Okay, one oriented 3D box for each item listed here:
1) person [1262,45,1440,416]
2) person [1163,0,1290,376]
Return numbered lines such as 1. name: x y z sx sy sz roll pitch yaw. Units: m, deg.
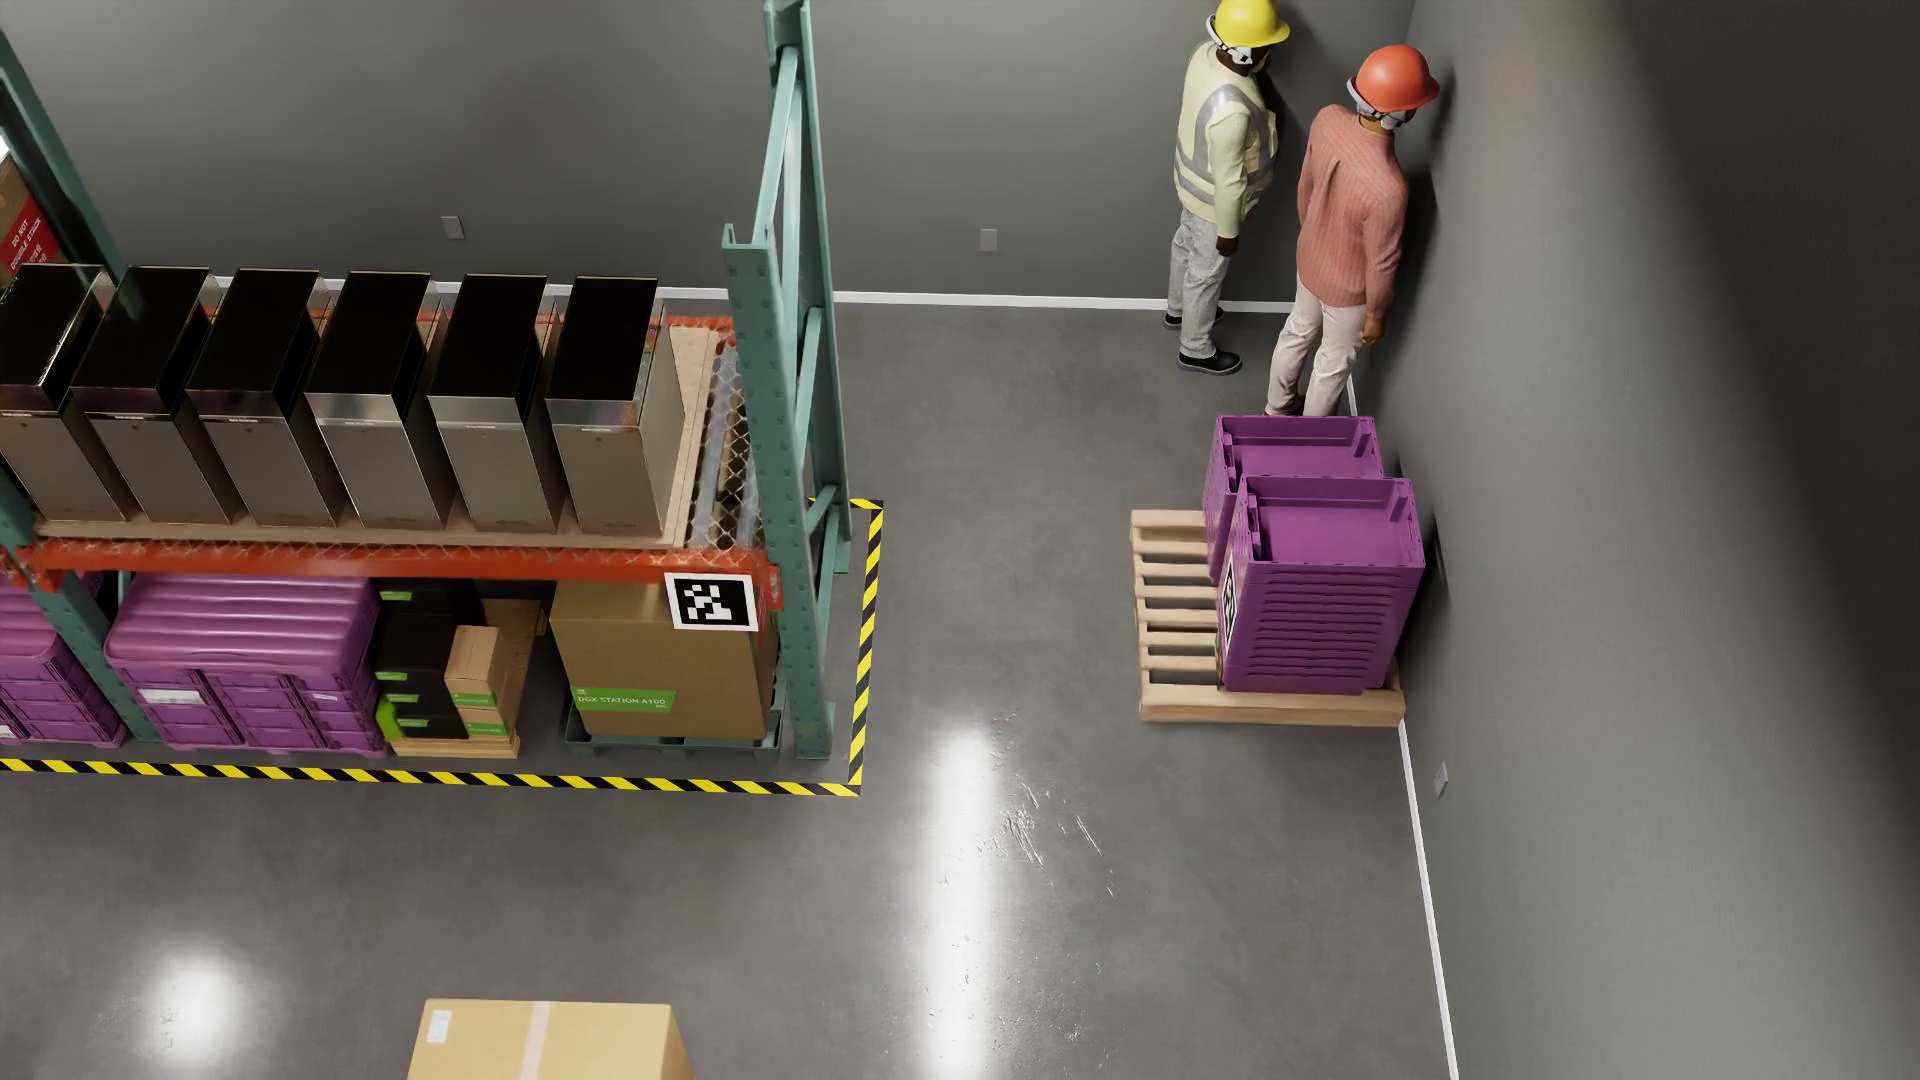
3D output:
1. person: 1.503 -1.061 6.492 0.379 1.996 0.611 -17 54 -13
2. person: 1.086 -1.475 6.919 0.403 1.834 0.588 -5 52 -4
